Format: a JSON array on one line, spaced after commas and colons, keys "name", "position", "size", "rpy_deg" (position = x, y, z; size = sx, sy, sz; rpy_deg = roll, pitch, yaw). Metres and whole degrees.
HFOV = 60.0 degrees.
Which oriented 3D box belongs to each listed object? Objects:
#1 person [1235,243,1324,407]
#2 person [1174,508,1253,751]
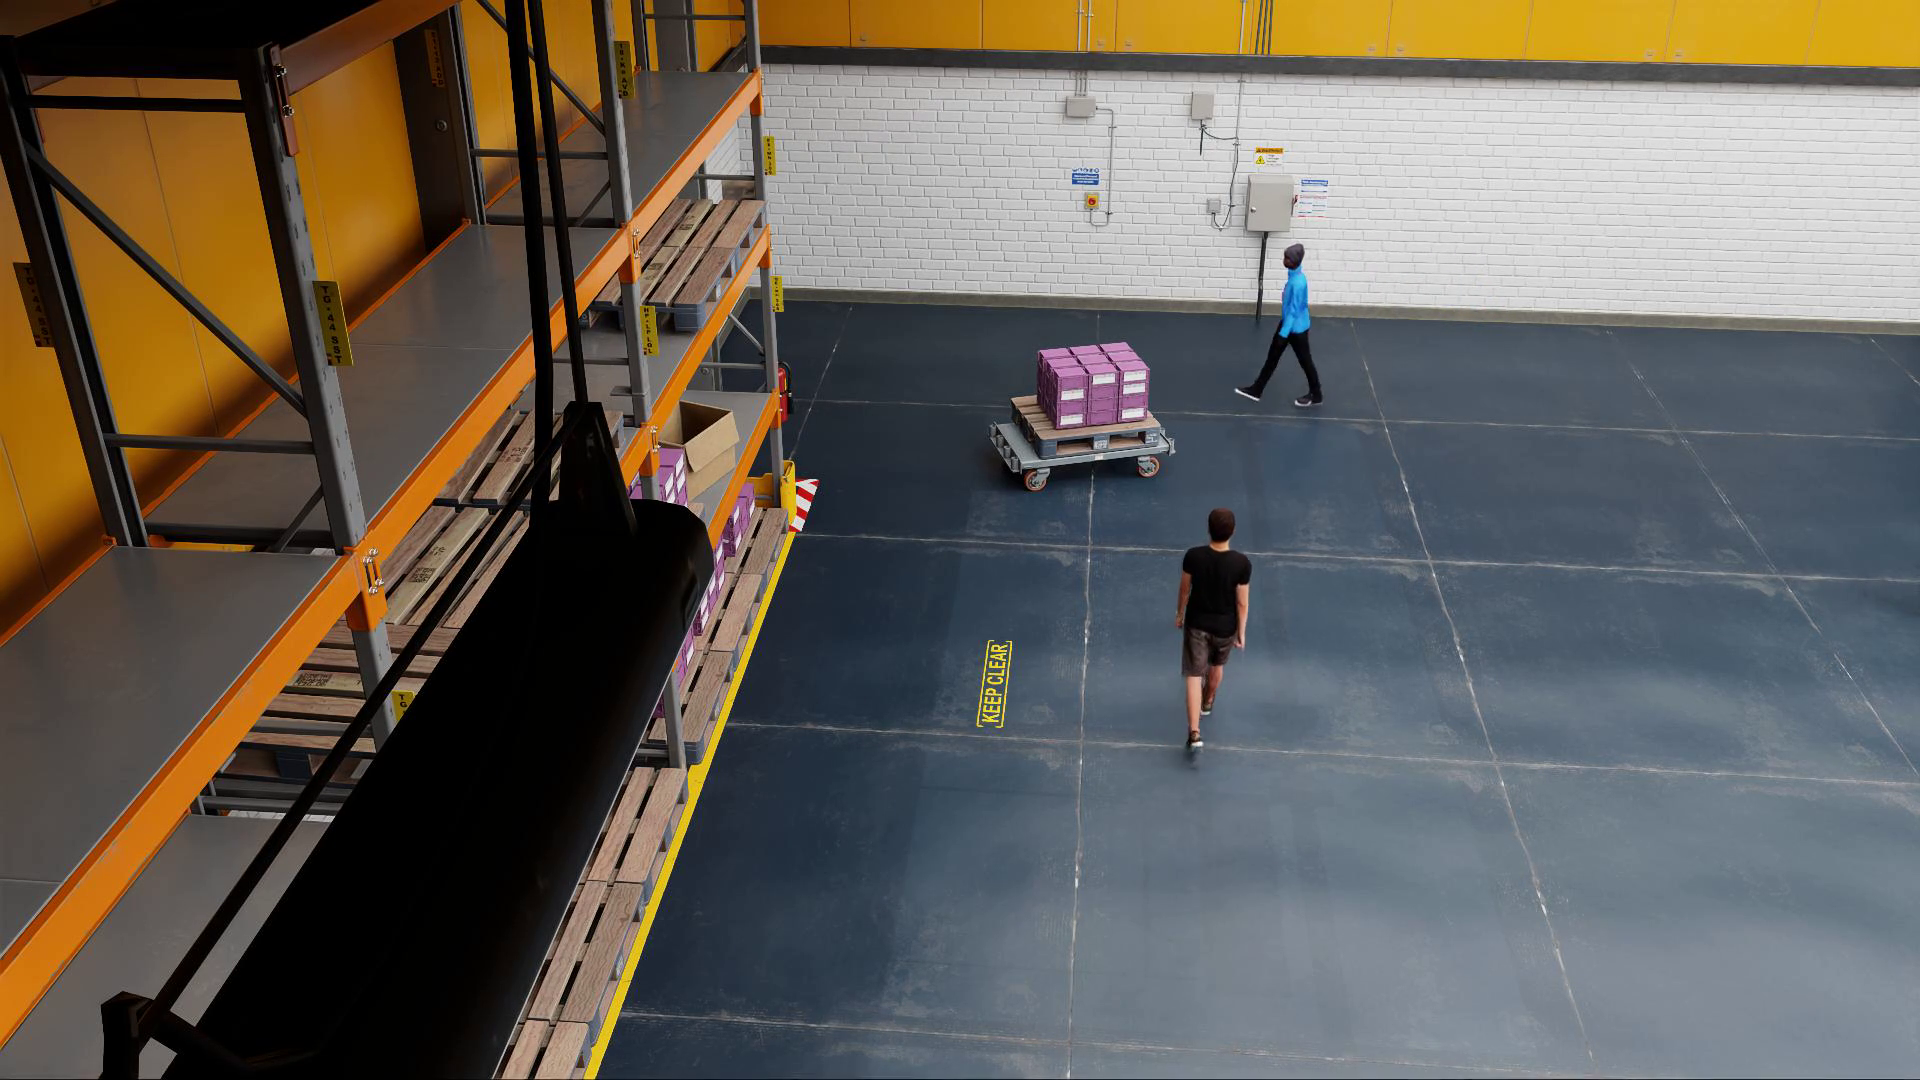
[{"name": "person", "position": [3.554, -2.164, 17.178], "size": [0.795, 1.742, 1.109], "rpy_deg": [-3, 29, -5]}, {"name": "person", "position": [1.774, 0.656, 11.914], "size": [0.743, 1.833, 1.222], "rpy_deg": [5, 29, 9]}]
